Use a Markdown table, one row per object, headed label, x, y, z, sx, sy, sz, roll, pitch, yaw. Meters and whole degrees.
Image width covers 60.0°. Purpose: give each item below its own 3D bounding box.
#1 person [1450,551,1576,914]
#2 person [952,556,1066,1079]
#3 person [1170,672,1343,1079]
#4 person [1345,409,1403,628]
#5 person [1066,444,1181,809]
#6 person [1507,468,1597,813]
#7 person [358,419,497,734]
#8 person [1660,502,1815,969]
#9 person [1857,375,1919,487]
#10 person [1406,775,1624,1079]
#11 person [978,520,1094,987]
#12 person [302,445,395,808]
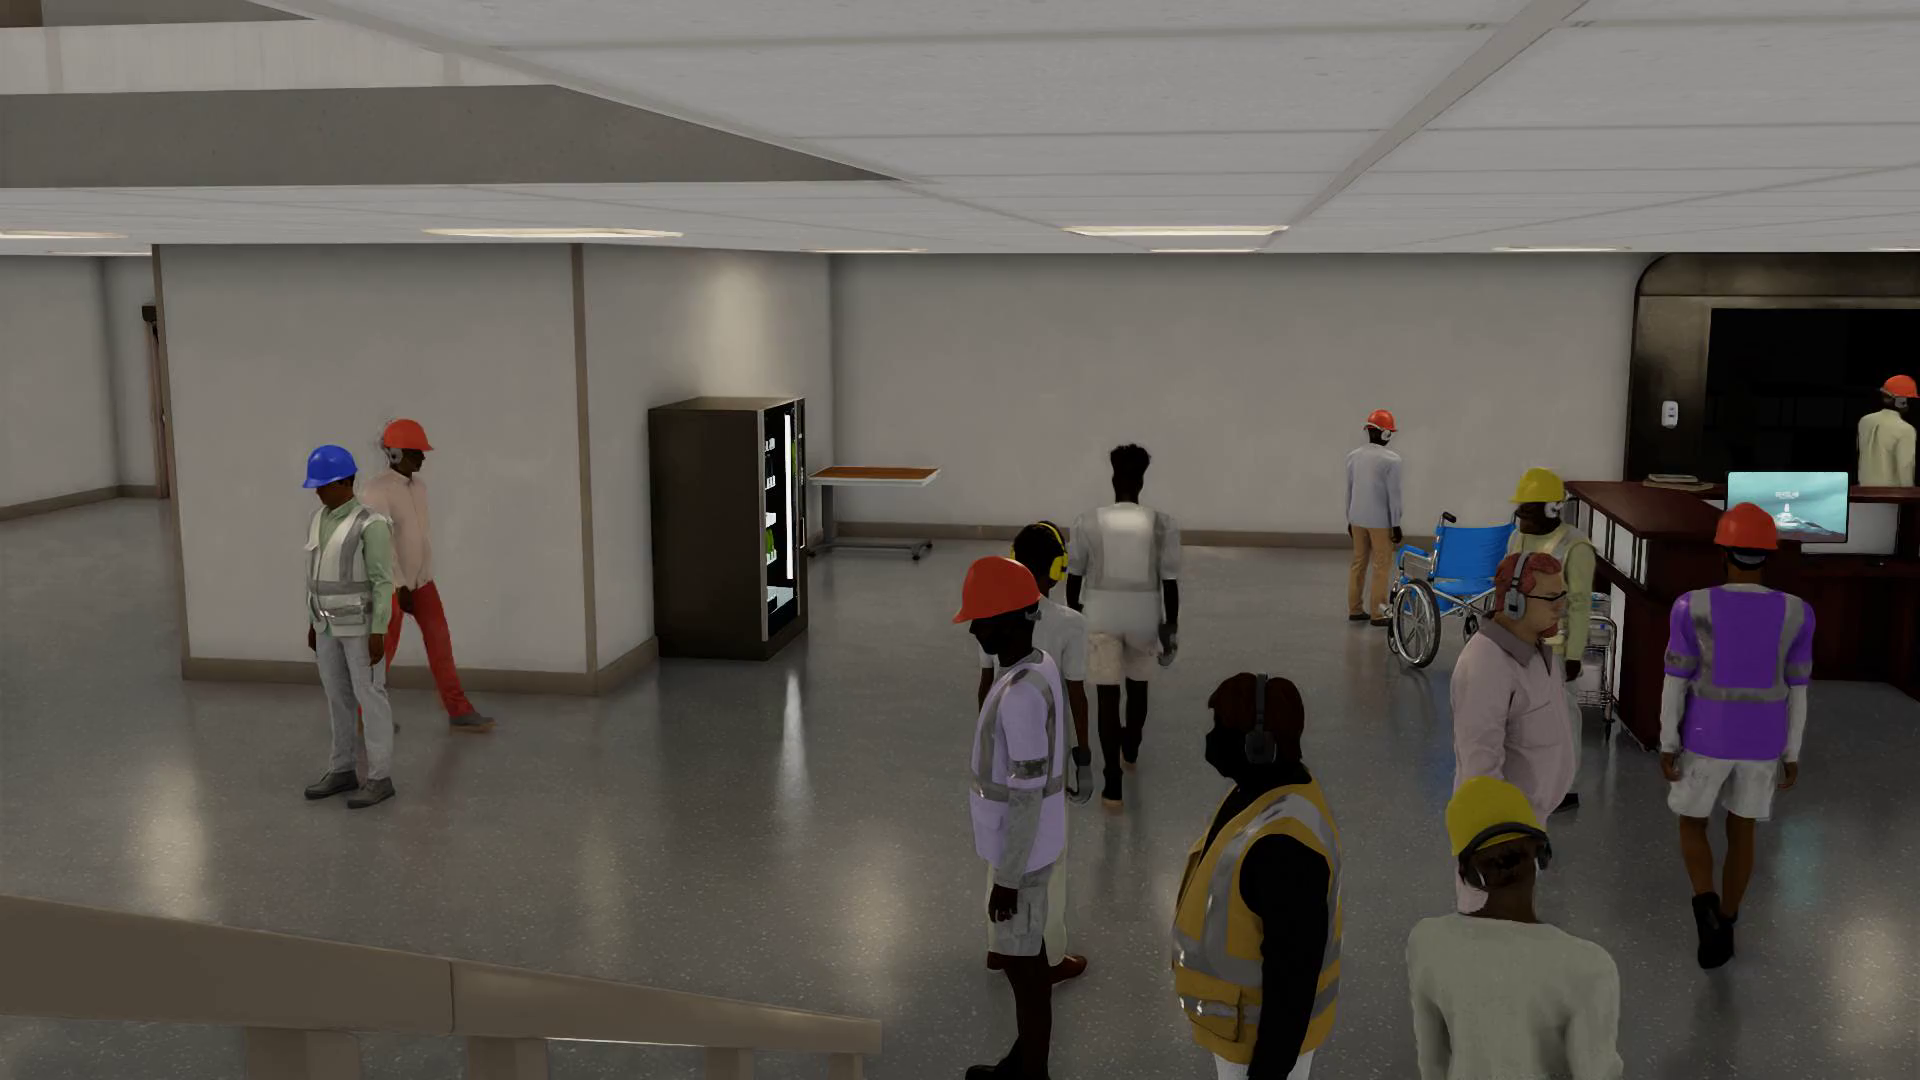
| label | x | y | z | sx | sy | sz | roll | pitch | yaw |
| --- | --- | --- | --- | --- | --- | --- | --- | --- | --- |
| person | 1.918 | 0.974 | 5.789 | 0.399 | 1.901 | 0.648 | 6 | 11 | 32 |
| person | 0.161 | 1.004 | 5.499 | 0.374 | 1.928 | 0.543 | 1 | 9 | 5 |
| person | 0.756 | 1.242 | 4.302 | 0.429 | 1.842 | 0.634 | 1 | 9 | 4 |
| person | 3.331 | -0.174 | 13.326 | 0.361 | 1.743 | 0.566 | -6 | 11 | -32 |
| person | 0.876 | 0.431 | 9.075 | 0.612 | 1.900 | 1.050 | 0 | 9 | -1 |
| person | 3.074 | 0.524 | 8.806 | 0.427 | 1.819 | 0.598 | -3 | 10 | -19 |
| person | -3.353 | 0.240 | 10.122 | 0.886 | 1.955 | 0.624 | 3 | 10 | 17 |
| person | 3.123 | 0.813 | 6.711 | 0.550 | 1.920 | 0.653 | 2 | 10 | 15 |
| person | 7.867 | -0.423 | 14.149 | 0.729 | 1.973 | 0.647 | -2 | 9 | -13 |
| person | 1.256 | 1.397 | 3.717 | 0.593 | 1.708 | 0.676 | 9 | 13 | 43 |
| person | 0.306 | 0.851 | 6.660 | 0.513 | 1.860 | 0.317 | 6 | 11 | 31 |
| person | -3.272 | 0.453 | 8.867 | 0.602 | 1.938 | 0.400 | 5 | 11 | 31 |
